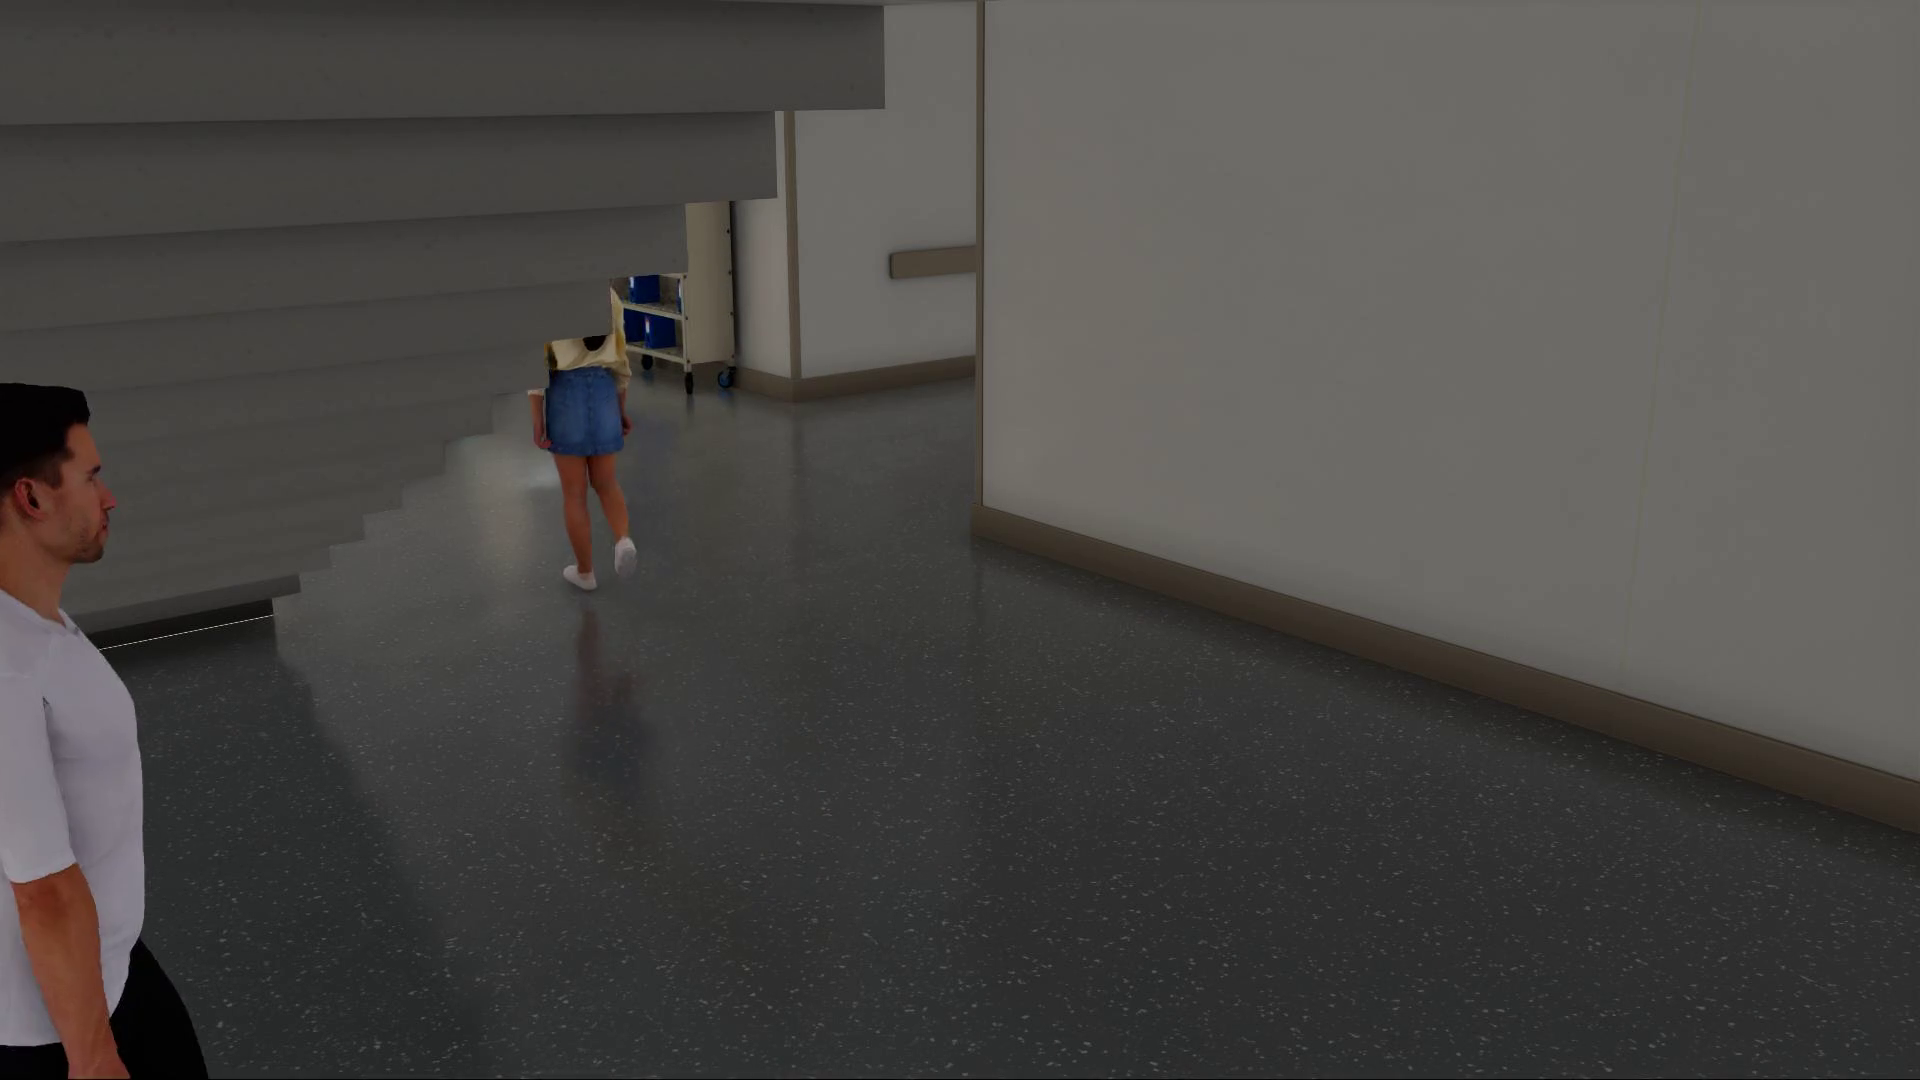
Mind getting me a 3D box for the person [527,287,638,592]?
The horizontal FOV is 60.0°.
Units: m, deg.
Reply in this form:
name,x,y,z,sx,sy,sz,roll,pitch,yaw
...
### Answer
name,x,y,z,sx,sy,sz,roll,pitch,yaw
person,-1.627,-0.540,7.305,0.680,1.617,0.792,-11,19,-33
